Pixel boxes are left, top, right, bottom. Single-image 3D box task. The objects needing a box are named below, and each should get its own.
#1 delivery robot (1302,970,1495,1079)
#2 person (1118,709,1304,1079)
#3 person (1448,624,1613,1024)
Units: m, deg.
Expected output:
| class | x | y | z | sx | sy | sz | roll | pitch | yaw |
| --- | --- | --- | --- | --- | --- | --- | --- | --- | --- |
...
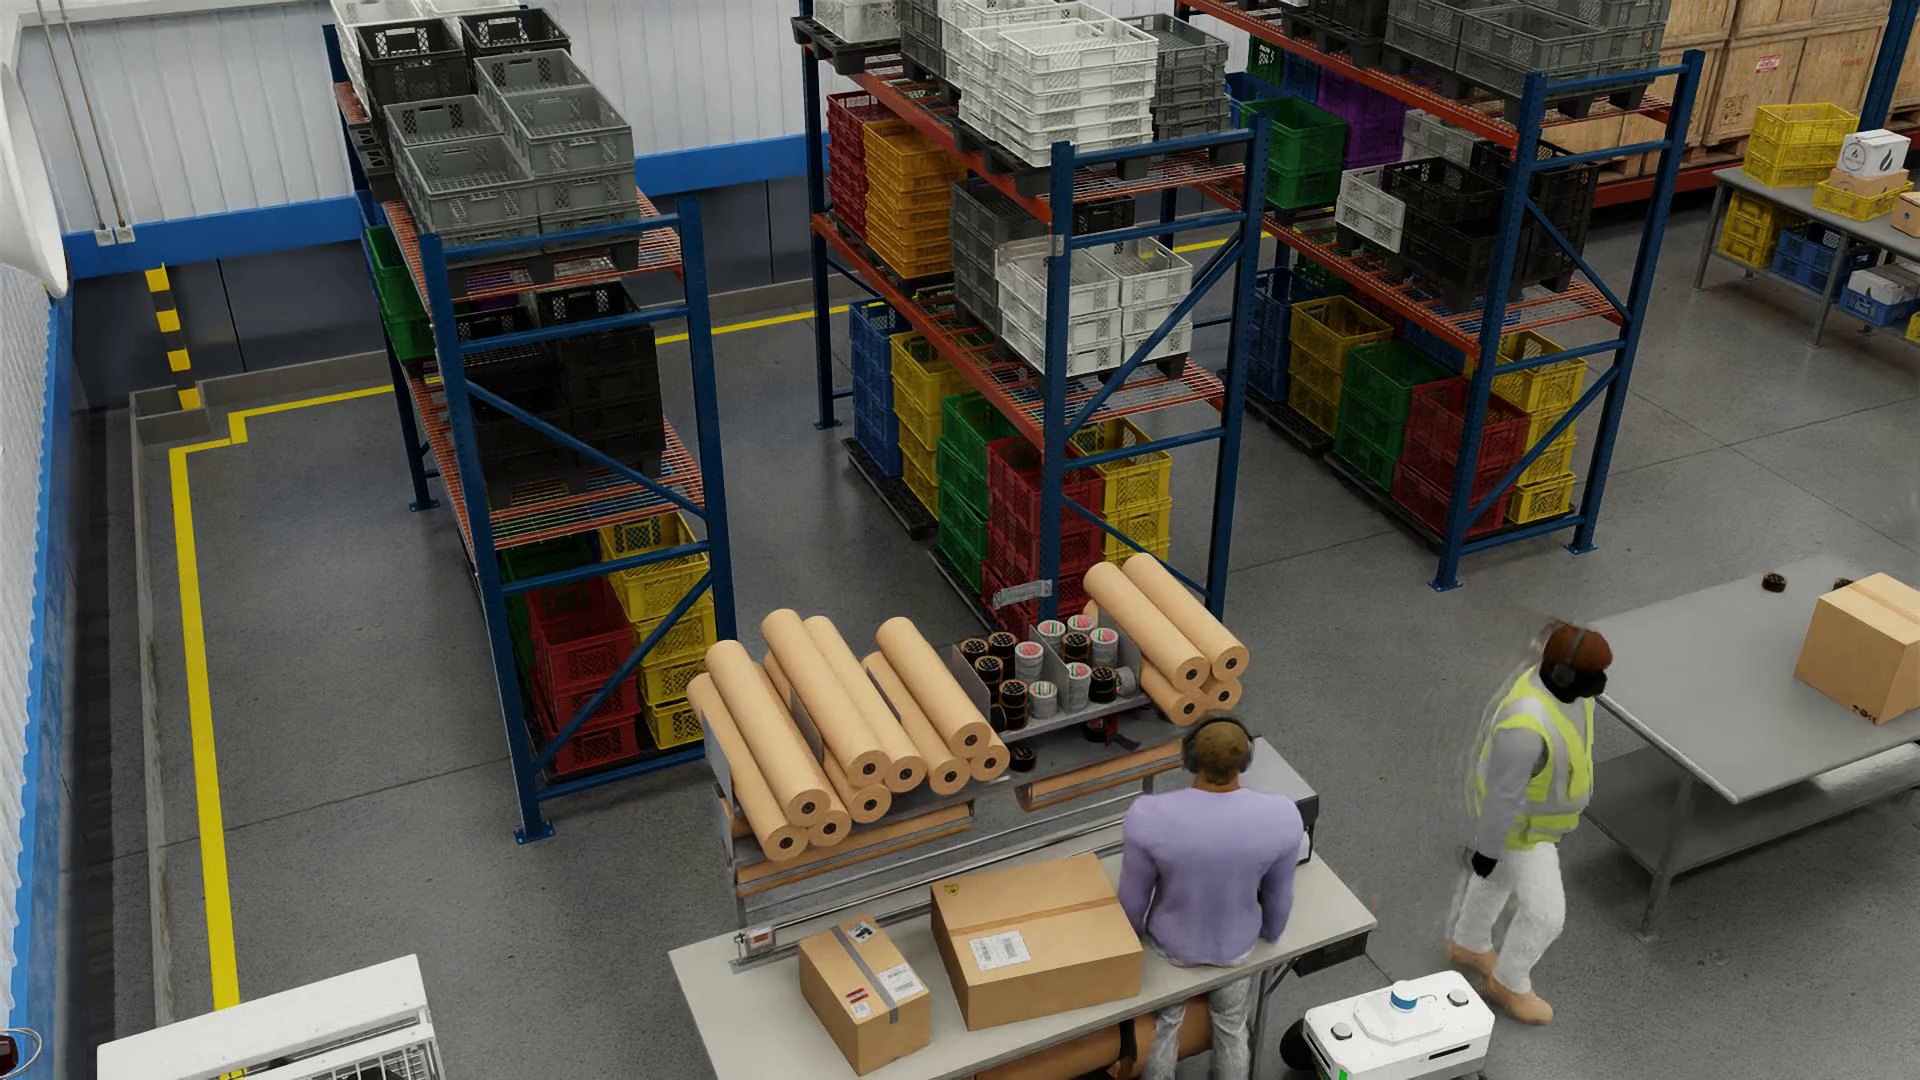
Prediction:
| class | x | y | z | sx | sy | sz | roll | pitch | yaw |
| --- | --- | --- | --- | --- | --- | --- | --- | --- | --- |
| delivery robot | 1.702 | 1.921 | 6.470 | 0.707 | 0.478 | 0.477 | -10 | 33 | -16 |
| person | 0.883 | 1.432 | 6.052 | 0.631 | 1.932 | 0.371 | 0 | 32 | 0 |
| person | 2.353 | 1.130 | 6.636 | 0.643 | 1.819 | 0.648 | 19 | 37 | 28 |
